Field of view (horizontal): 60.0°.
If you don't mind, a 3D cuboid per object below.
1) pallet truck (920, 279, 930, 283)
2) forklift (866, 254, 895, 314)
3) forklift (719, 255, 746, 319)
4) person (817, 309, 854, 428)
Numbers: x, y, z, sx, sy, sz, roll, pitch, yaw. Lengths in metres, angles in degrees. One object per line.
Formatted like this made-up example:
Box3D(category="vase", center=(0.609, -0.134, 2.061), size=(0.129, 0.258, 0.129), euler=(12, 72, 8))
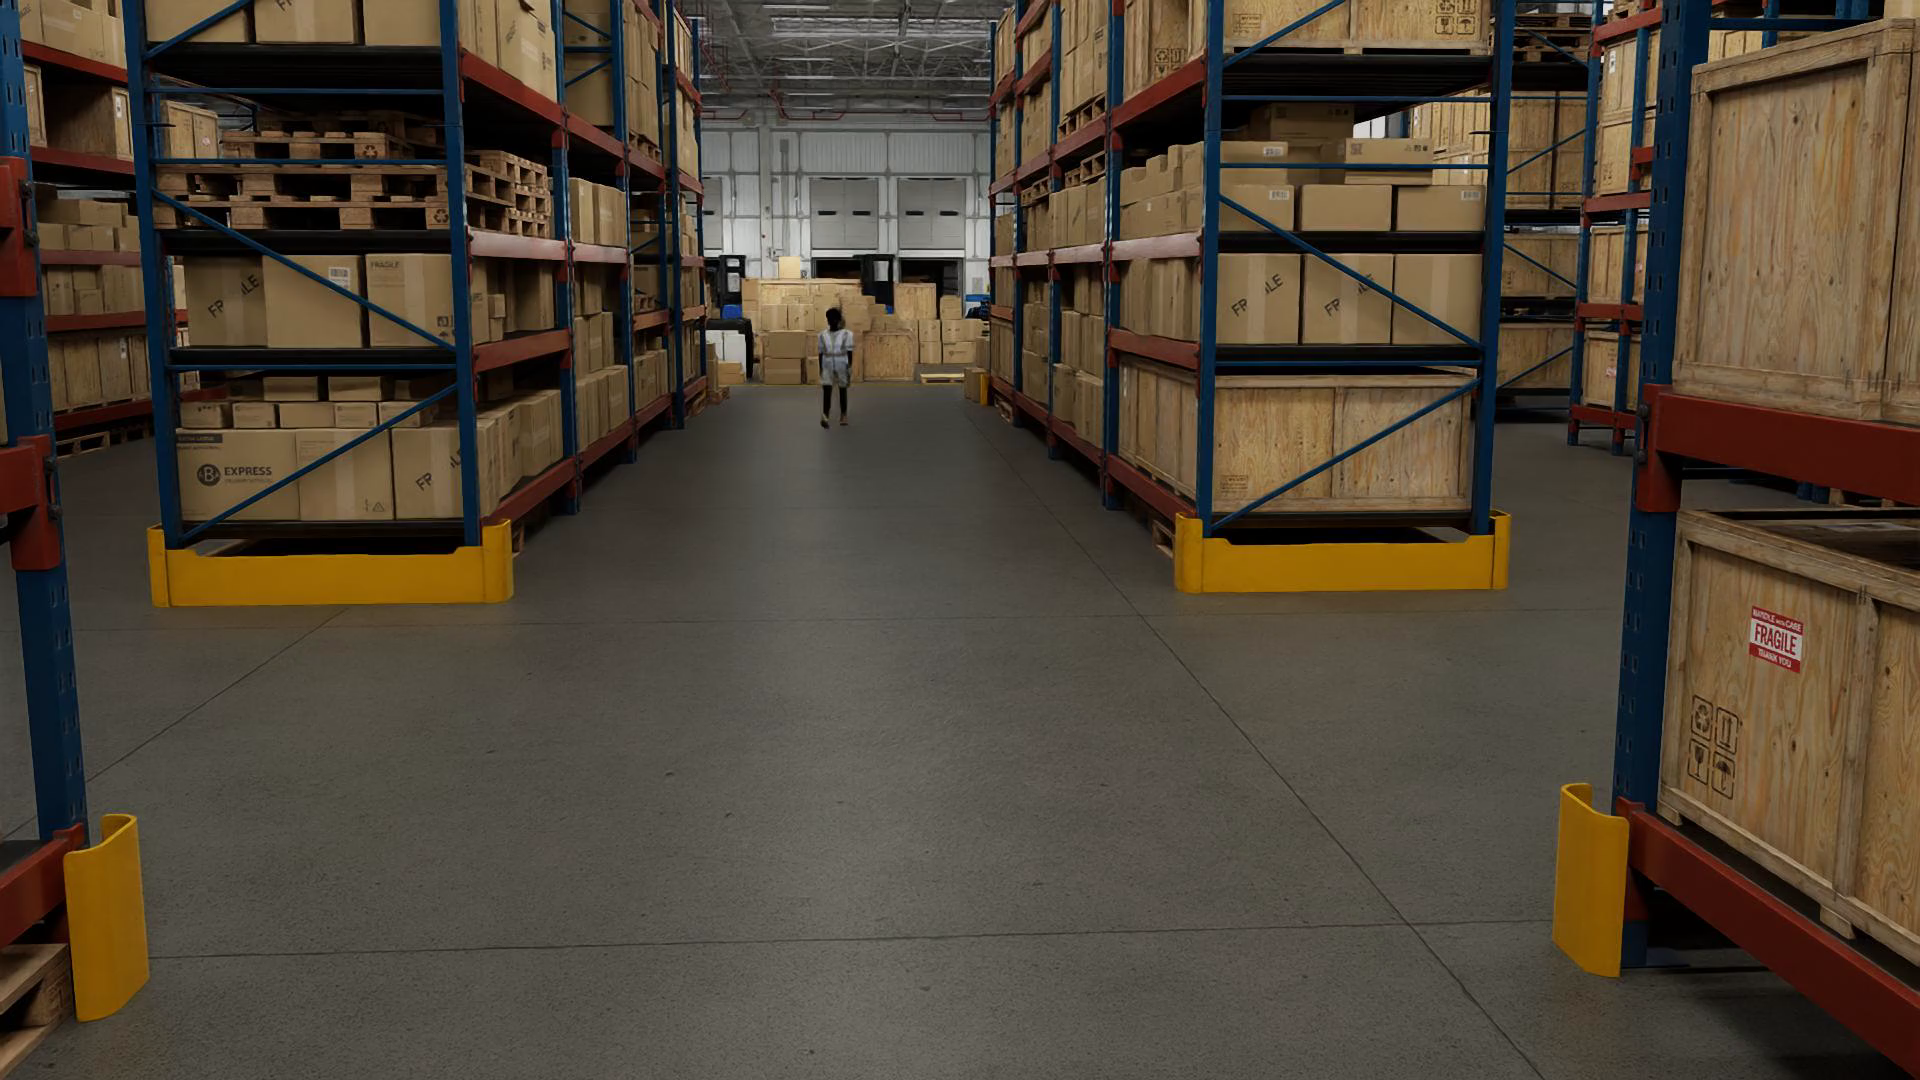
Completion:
Box3D(category="pallet truck", center=(-0.932, -8.922, 63.114), size=(1.885, 1.965, 0.823), euler=(2, 9, 13))
Box3D(category="forklift", center=(-2.661, -8.222, 55.954), size=(1.129, 2.768, 1.873), euler=(-5, 10, -30))
Box3D(category="forklift", center=(-7.876, -8.525, 57.858), size=(1.129, 2.768, 1.873), euler=(-9, 12, -43))
Box3D(category="person", center=(-1.737, -2.387, 23.155), size=(0.533, 1.644, 0.875), euler=(1, 9, 4))
